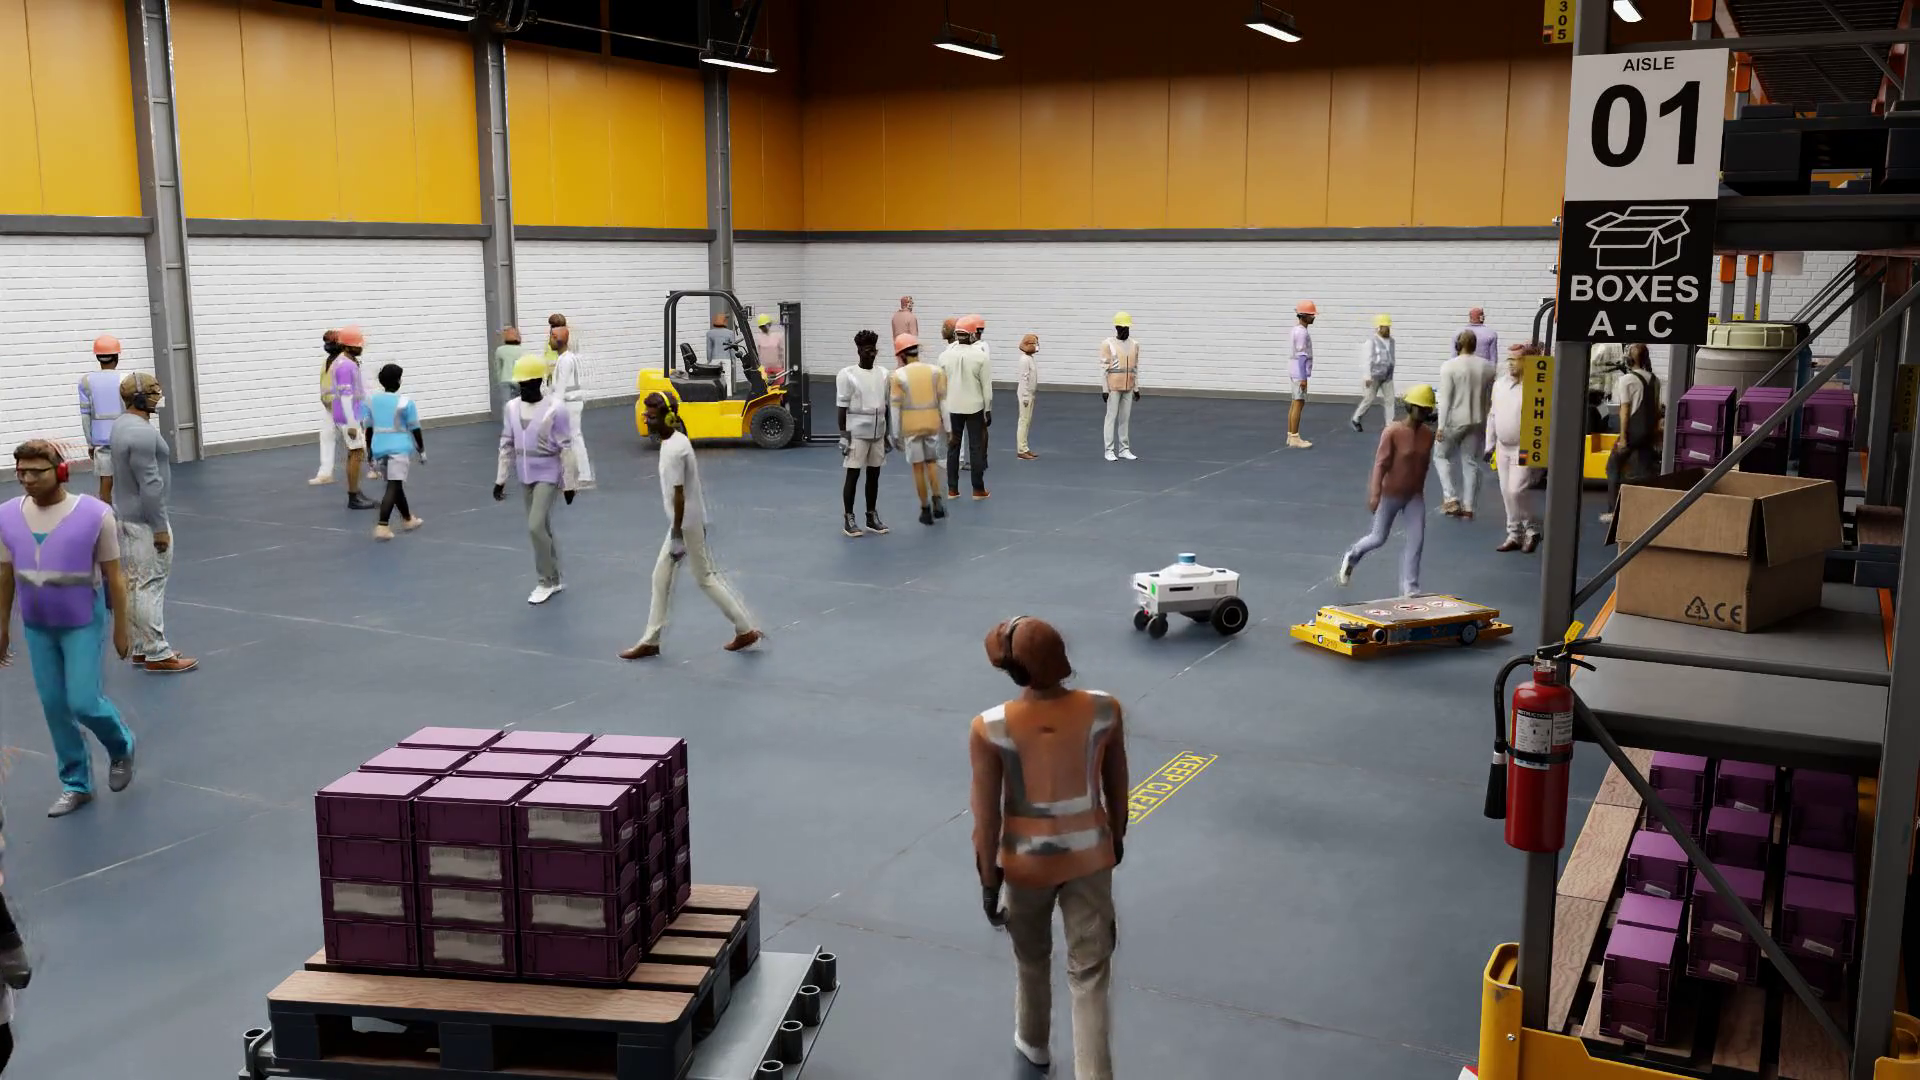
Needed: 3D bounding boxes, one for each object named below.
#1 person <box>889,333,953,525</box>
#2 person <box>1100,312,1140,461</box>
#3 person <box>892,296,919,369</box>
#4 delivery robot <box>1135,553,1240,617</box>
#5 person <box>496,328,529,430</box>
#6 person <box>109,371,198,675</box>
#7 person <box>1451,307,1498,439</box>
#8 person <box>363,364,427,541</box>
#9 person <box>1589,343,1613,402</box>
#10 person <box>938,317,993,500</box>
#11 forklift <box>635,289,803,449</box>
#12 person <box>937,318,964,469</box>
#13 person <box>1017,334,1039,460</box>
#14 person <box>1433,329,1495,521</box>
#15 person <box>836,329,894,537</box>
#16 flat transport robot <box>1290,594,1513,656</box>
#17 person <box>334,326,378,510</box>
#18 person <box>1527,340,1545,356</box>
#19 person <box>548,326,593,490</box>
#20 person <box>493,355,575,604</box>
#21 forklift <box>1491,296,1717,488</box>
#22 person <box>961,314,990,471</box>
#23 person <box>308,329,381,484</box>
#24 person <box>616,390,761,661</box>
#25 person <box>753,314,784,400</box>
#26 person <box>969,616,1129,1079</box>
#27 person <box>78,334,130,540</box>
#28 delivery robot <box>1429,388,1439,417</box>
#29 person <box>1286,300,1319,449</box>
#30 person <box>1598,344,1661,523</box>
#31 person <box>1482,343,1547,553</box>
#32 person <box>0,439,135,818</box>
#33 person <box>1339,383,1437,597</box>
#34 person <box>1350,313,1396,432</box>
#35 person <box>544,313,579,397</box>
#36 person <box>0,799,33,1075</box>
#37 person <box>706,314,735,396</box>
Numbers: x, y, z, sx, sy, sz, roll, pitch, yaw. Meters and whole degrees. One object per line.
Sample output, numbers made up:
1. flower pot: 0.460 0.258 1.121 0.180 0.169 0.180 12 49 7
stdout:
1. person: -0.398 -1.098 16.508 0.636 1.892 0.486 -4 11 -21
2. person: 2.089 -1.989 21.574 0.589 1.927 0.369 -6 12 -32
3. person: -0.951 -3.474 30.231 0.409 1.909 0.643 -8 13 -40
4. delivery robot: 1.611 0.338 11.801 0.707 0.478 0.477 -3 10 -17
5. person: -6.484 -2.280 24.213 0.514 1.597 0.825 0 10 2
6. person: -5.205 -0.109 10.659 0.372 1.940 0.627 -8 13 -39
7. person: 7.443 -2.410 24.084 0.643 1.905 0.399 4 11 23
8. person: -5.338 -0.838 15.712 0.545 1.646 0.891 3 10 15
9. person: 8.397 -2.045 22.304 0.976 1.780 0.607 -6 12 -32
10. person: 0.063 -1.429 18.138 0.612 1.995 0.376 3 10 16
11. forklift: -3.358 -2.392 23.136 2.313 2.155 1.214 -1 10 -5
12. person: -0.098 -1.829 20.772 0.345 1.882 0.584 -2 10 -10
13. person: 0.896 -1.874 21.754 0.285 1.633 0.501 2 10 13
14. person: 5.050 -1.157 16.765 0.667 1.920 0.506 -3 10 -19
15. person: -0.898 -1.022 15.862 0.613 1.963 0.362 -8 13 -39
16. flat transport robot: 3.067 0.573 11.533 1.431 0.197 0.652 -5 11 -26
17. person: -6.383 -1.277 17.508 0.372 1.917 0.585 -3 10 -16
18. person: 7.159 -1.746 21.118 0.813 1.598 0.544 -6 11 -31
19. person: -4.578 -1.473 18.811 0.836 1.856 0.580 -3 10 -16
20. person: -3.313 -0.465 12.836 0.613 1.902 0.703 6 12 31
21. forklift: 7.296 -1.677 18.993 2.313 2.155 1.214 5 11 27
22. person: 0.190 -1.824 20.584 0.362 1.939 0.543 2 10 12
23. person: -7.202 -1.569 19.521 0.633 1.812 0.905 8 13 39
24. person: -1.802 -0.104 11.050 0.939 1.806 0.563 -3 10 -18
25. person: -3.024 -2.728 26.437 0.574 1.724 0.447 -3 10 -15
26. person: 0.291 1.020 5.142 0.528 1.581 0.876 -1 10 -4
27. person: -7.825 -0.932 15.414 0.545 1.942 0.350 -2 10 -10
28. delivery robot: 7.439 -2.144 26.166 0.707 0.478 0.477 -6 11 -29
29. person: 4.737 -2.287 22.968 0.391 2.040 0.615 1 10 4
30. person: 6.611 -1.017 16.312 0.527 1.805 0.691 -4 11 -21
31. person: 4.974 -0.816 14.899 0.422 1.891 0.639 -5 11 -28
32. person: -4.296 0.406 8.000 0.583 1.825 0.462 1 10 4
33. person: 3.334 -0.373 12.840 0.543 1.719 0.823 -4 11 -24
34. person: 6.207 -2.465 24.696 0.607 1.803 0.852 -6 11 -30
35. person: -5.655 -2.280 23.525 0.621 1.838 0.429 9 13 41
36. person: -2.799 1.082 4.581 0.620 1.661 0.340 7 12 33
37. person: -4.172 -3.132 29.037 0.507 1.632 0.274 -1 10 -5
